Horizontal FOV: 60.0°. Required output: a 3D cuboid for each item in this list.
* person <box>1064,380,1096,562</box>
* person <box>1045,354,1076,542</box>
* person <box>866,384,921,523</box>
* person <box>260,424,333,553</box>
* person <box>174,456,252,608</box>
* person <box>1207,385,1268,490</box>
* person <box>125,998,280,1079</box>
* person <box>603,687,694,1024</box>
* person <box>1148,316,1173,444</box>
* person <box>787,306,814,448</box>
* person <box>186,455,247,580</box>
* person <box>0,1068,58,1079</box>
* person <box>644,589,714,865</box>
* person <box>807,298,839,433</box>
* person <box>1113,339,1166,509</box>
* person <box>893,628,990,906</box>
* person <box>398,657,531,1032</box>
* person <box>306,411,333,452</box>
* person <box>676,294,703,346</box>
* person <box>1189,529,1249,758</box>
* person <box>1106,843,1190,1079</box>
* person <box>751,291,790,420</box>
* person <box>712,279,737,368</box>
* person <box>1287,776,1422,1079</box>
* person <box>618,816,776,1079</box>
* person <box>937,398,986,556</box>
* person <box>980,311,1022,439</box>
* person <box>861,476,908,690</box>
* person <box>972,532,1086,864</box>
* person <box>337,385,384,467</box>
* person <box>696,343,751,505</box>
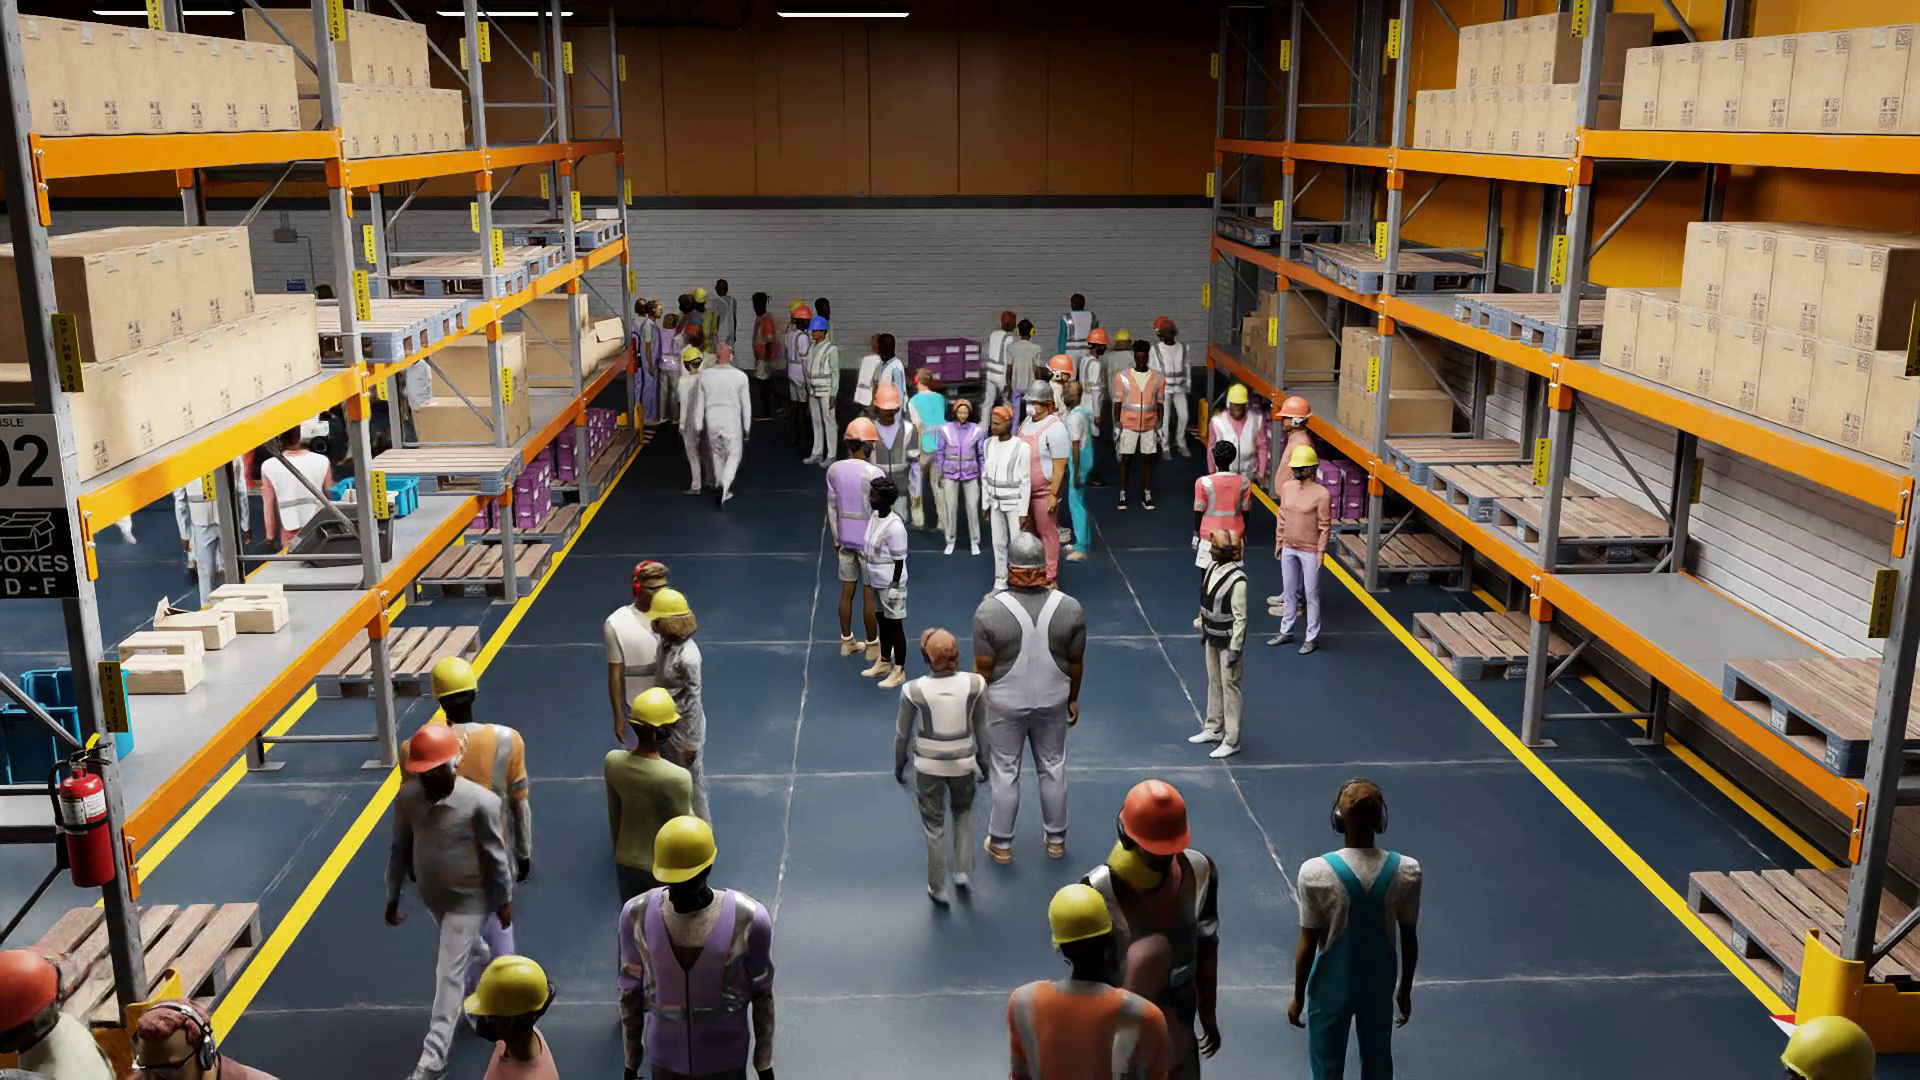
[{"bbox_3d":[1.174,-0.693,16.921,0.365,1.810,0.727,4,15,14],"label":"person"},{"bbox_3d":[1.029,-0.983,17.674,0.383,1.992,0.609,1,14,5],"label":"person"},{"bbox_3d":[-0.690,-0.514,15.840,0.615,2.012,0.989,-3,15,-12],"label":"person"},{"bbox_3d":[-5.706,-0.110,14.441,0.622,1.904,0.467,-13,19,-42],"label":"person"},{"bbox_3d":[-6.478,-0.117,14.453,0.590,1.909,0.409,-10,17,-33],"label":"person"},{"bbox_3d":[2.839,-0.700,17.015,0.599,1.780,0.942,0,14,1],"label":"person"},{"bbox_3d":[-2.303,2.270,5.074,0.652,1.906,0.402,-2,14,-8],"label":"person"},{"bbox_3d":[-1.491,1.568,8.135,0.517,1.760,0.330,7,16,27],"label":"person"},{"bbox_3d":[2.782,-2.225,23.026,0.330,1.751,0.565,8,16,29],"label":"person"},{"bbox_3d":[-2.151,-2.220,22.647,0.376,1.934,0.546,-7,16,-27],"label":"person"},{"bbox_3d":[-7.286,-0.546,16.110,0.656,1.921,0.480,3,15,10],"label":"person"},{"bbox_3d":[-2.432,2.350,4.494,0.535,2.000,0.684,1,14,2],"label":"person"},{"bbox_3d":[-1.682,1.129,9.902,0.364,1.734,0.485,-8,16,-28],"label":"person"},{"bbox_3d":[-1.981,-2.504,23.795,0.389,1.919,0.592,6,15,21],"label":"person"},{"bbox_3d":[2.051,-1.322,19.055,0.603,1.966,0.368,-1,14,-2],"label":"person"},{"bbox_3d":[-0.118,1.275,9.518,0.542,1.622,0.474,-3,15,-13],"label":"person"},{"bbox_3d":[-2.404,1.496,8.131,0.585,1.900,0.419,-6,15,-22],"label":"person"},{"bbox_3d":[-8.709,-2.121,22.467,0.595,1.832,0.711,9,17,32],"label":"person"},{"bbox_3d":[-4.081,-2.798,25.114,0.429,1.837,0.620,-6,15,-22],"label":"person"},{"bbox_3d":[1.847,0.715,11.707,0.312,1.642,0.512,-4,15,-17],"label":"person"},{"bbox_3d":[0.732,1.992,6.479,0.426,1.751,0.591,4,15,14],"label":"person"},{"bbox_3d":[-2.848,-2.732,24.652,0.532,1.934,0.628,-4,15,-16],"label":"person"},{"bbox_3d":[-3.871,-3.343,27.266,0.397,1.847,0.522,11,18,36],"label":"person"},{"bbox_3d":[1.609,1.855,6.829,0.517,1.842,0.326,-1,14,-4],"label":"person"},{"bbox_3d":[-0.998,1.942,6.321,0.595,1.925,0.373,1,14,3],"label":"person"},{"bbox_3d":[0.021,-0.646,17.077,0.517,1.634,0.313,0,14,1],"label":"person"},{"bbox_3d":[0.631,-2.220,22.817,0.953,1.841,0.616,-11,18,-36],"label":"person"},{"bbox_3d":[-0.590,0.328,13.114,0.320,1.698,0.531,-7,16,-25],"label":"person"},{"bbox_3d":[0.386,0.937,10.040,0.689,2.000,0.538,-3,15,-12],"label":"person"},{"bbox_3d":[-7.882,-1.962,21.705,0.623,1.907,0.945,7,16,24],"label":"person"},{"bbox_3d":[-2.756,-1.321,19.220,0.668,1.887,0.707,3,15,13],"label":"person"}]
